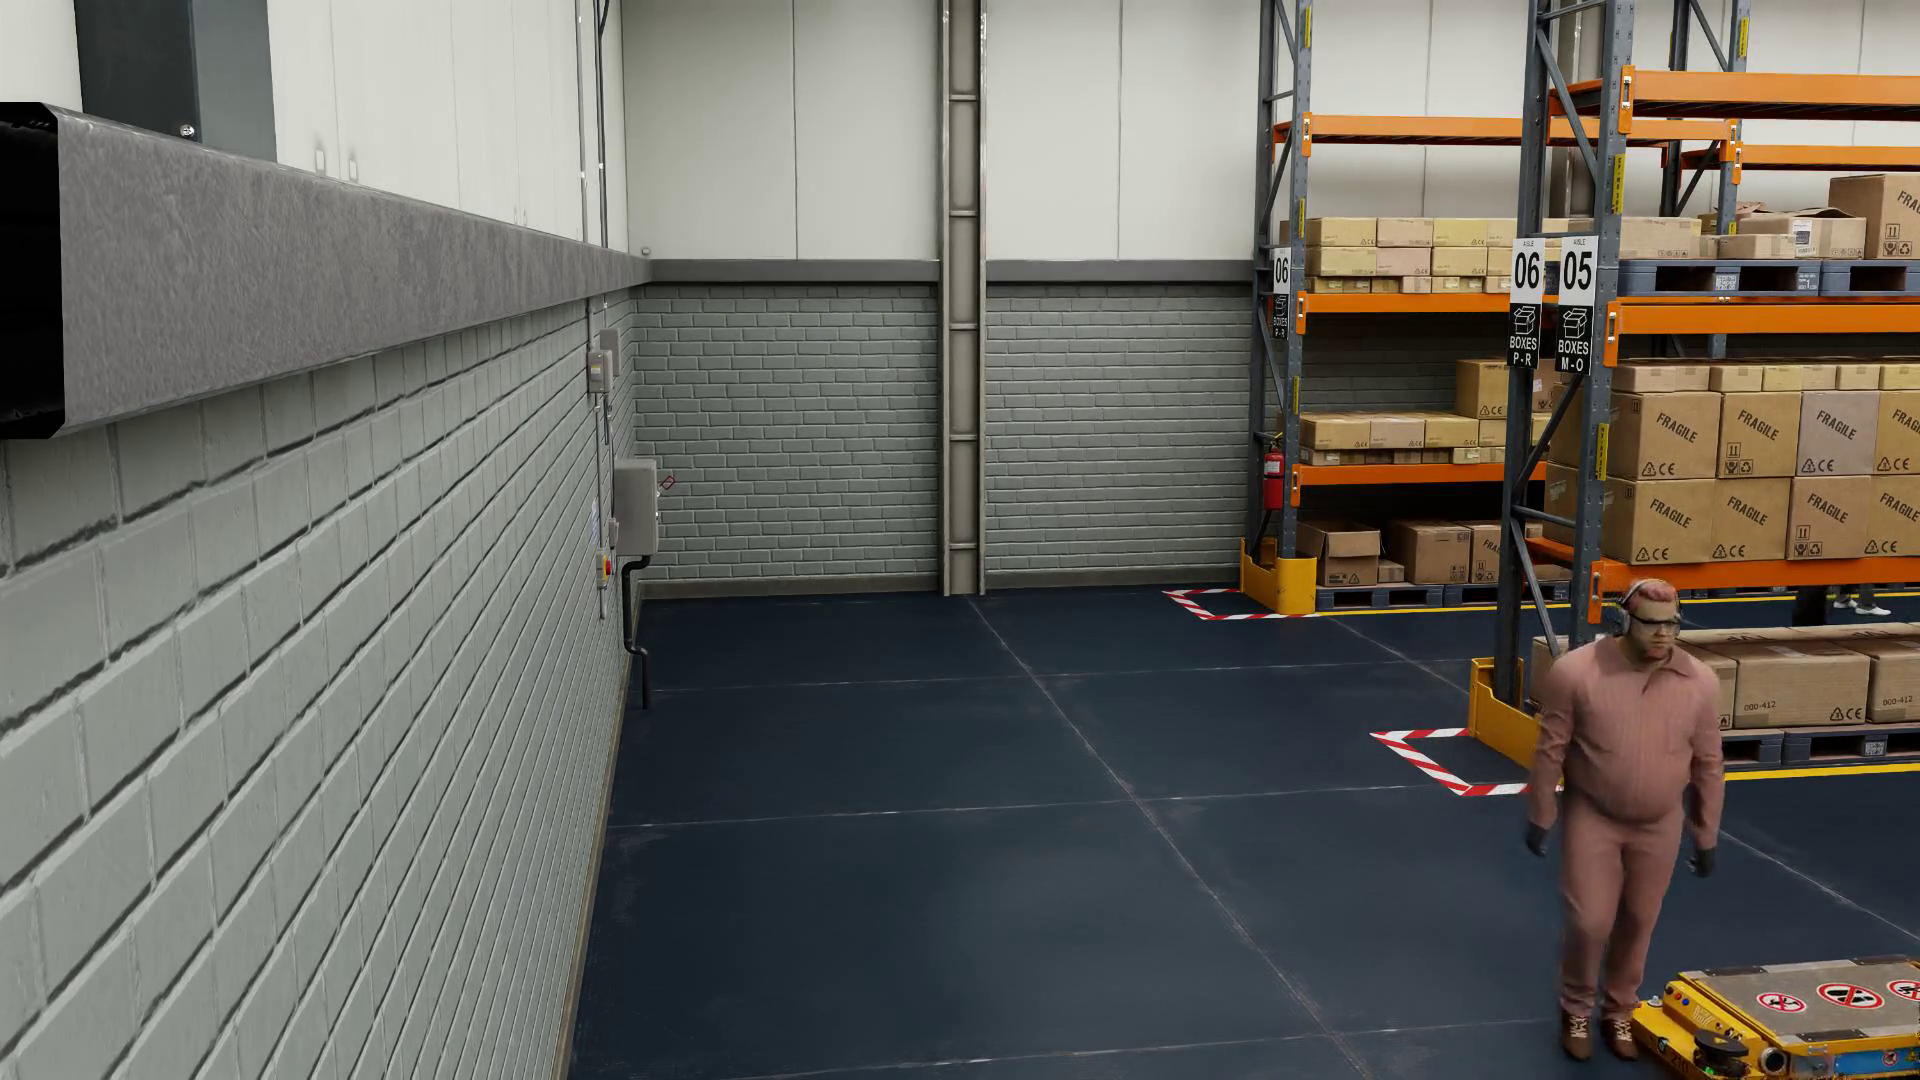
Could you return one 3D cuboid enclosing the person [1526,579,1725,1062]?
[{"bbox_3d":[2.527,1.071,6.322,0.695,1.895,0.494,1,9,5],"label":"person"}]

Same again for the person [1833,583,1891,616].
[{"bbox_3d":[8.061,-0.290,14.669,0.399,1.918,0.580,-2,9,-13],"label":"person"}]

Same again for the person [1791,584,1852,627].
[{"bbox_3d":[6.063,0.168,11.876,0.593,1.895,0.624,-1,9,-9],"label":"person"}]

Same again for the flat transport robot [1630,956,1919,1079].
[{"bbox_3d":[3.372,1.864,6.440,1.431,0.197,0.652,-2,9,-10],"label":"flat transport robot"}]
